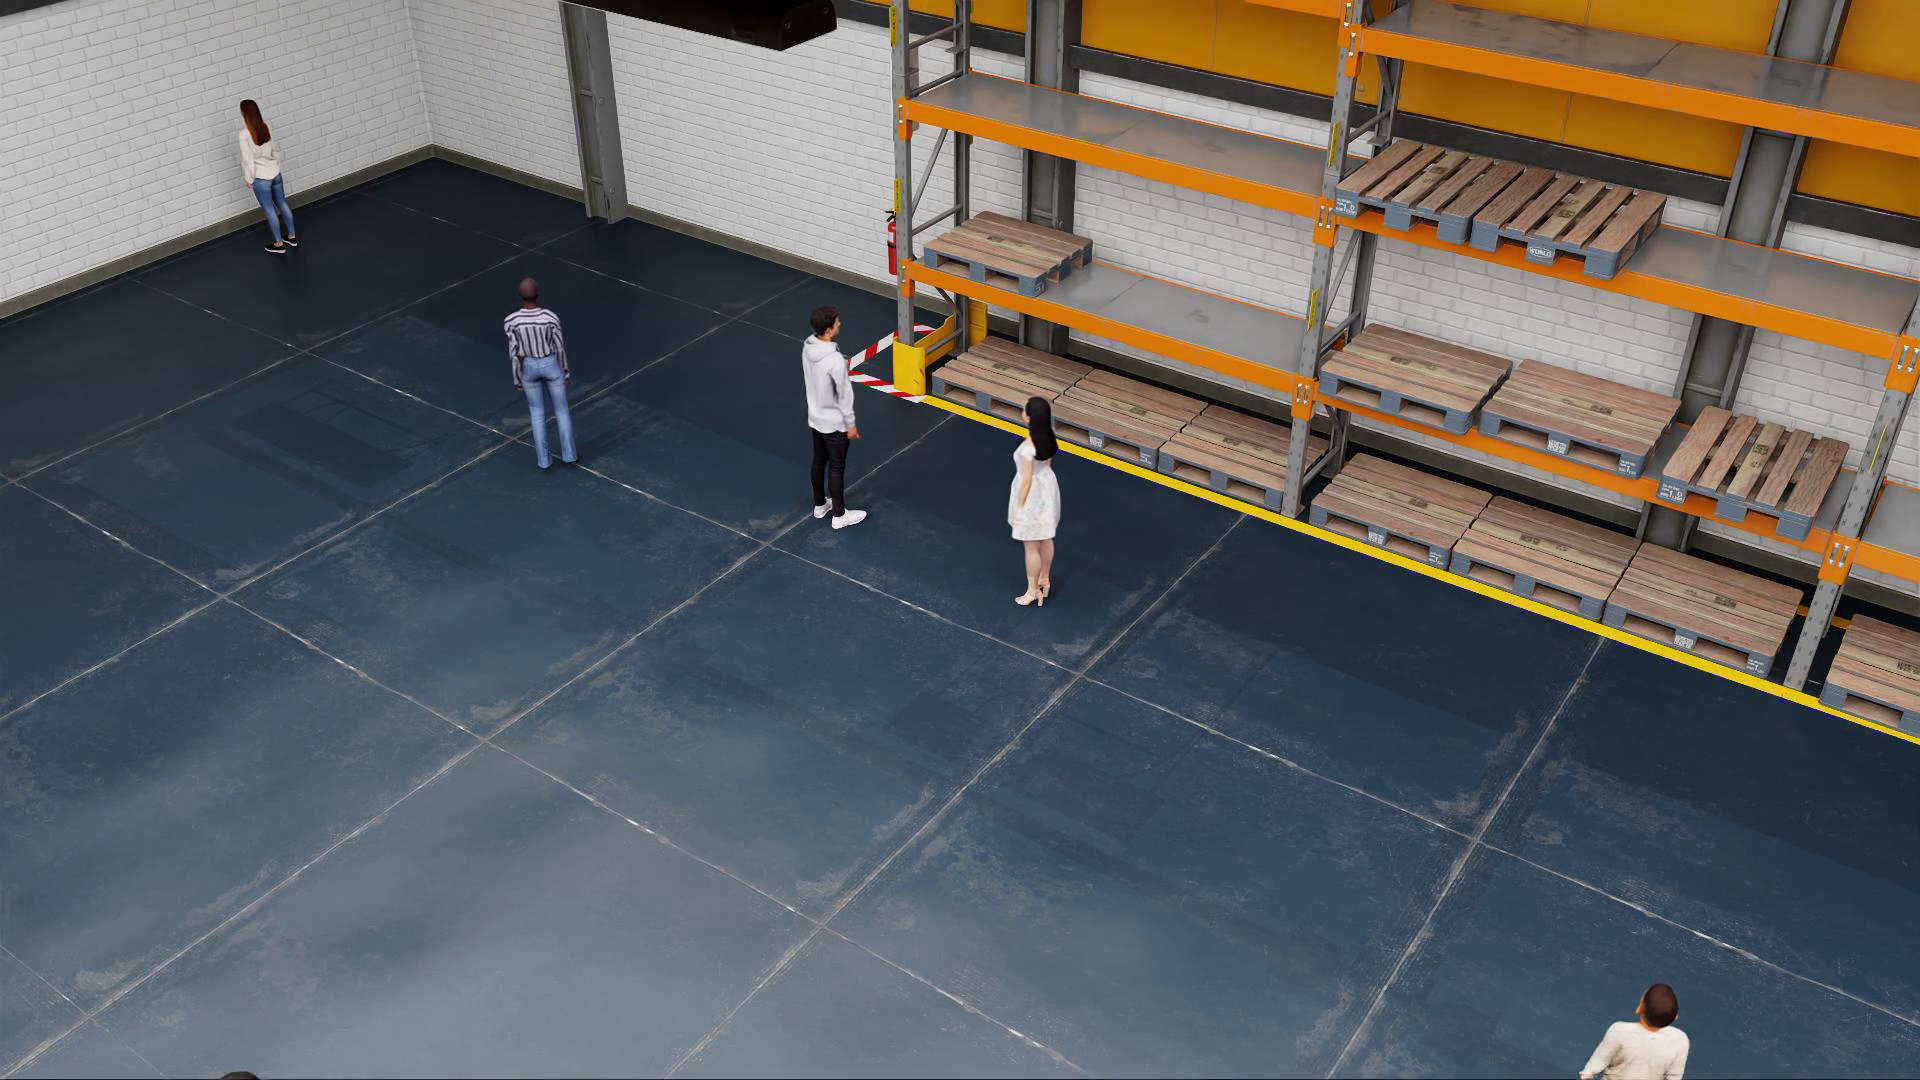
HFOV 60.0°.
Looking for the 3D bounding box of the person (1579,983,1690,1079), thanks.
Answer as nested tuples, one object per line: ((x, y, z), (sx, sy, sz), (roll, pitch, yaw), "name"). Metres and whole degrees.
((3.293, 2.786, 8.162), (0.978, 1.436, 0.914), (3, 34, 5), "person")

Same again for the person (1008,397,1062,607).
((0.562, -0.287, 12.479), (0.622, 1.774, 0.639), (20, 39, 28), "person")

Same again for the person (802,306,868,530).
((-1.063, -0.996, 13.405), (0.793, 1.930, 0.610), (-27, 42, -35), "person")

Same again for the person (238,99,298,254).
((-7.550, -3.964, 18.086), (0.593, 1.691, 0.647), (16, 37, 22), "person")

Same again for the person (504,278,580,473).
((-3.542, -1.392, 14.122), (0.689, 1.796, 0.744), (-6, 34, -9), "person")
